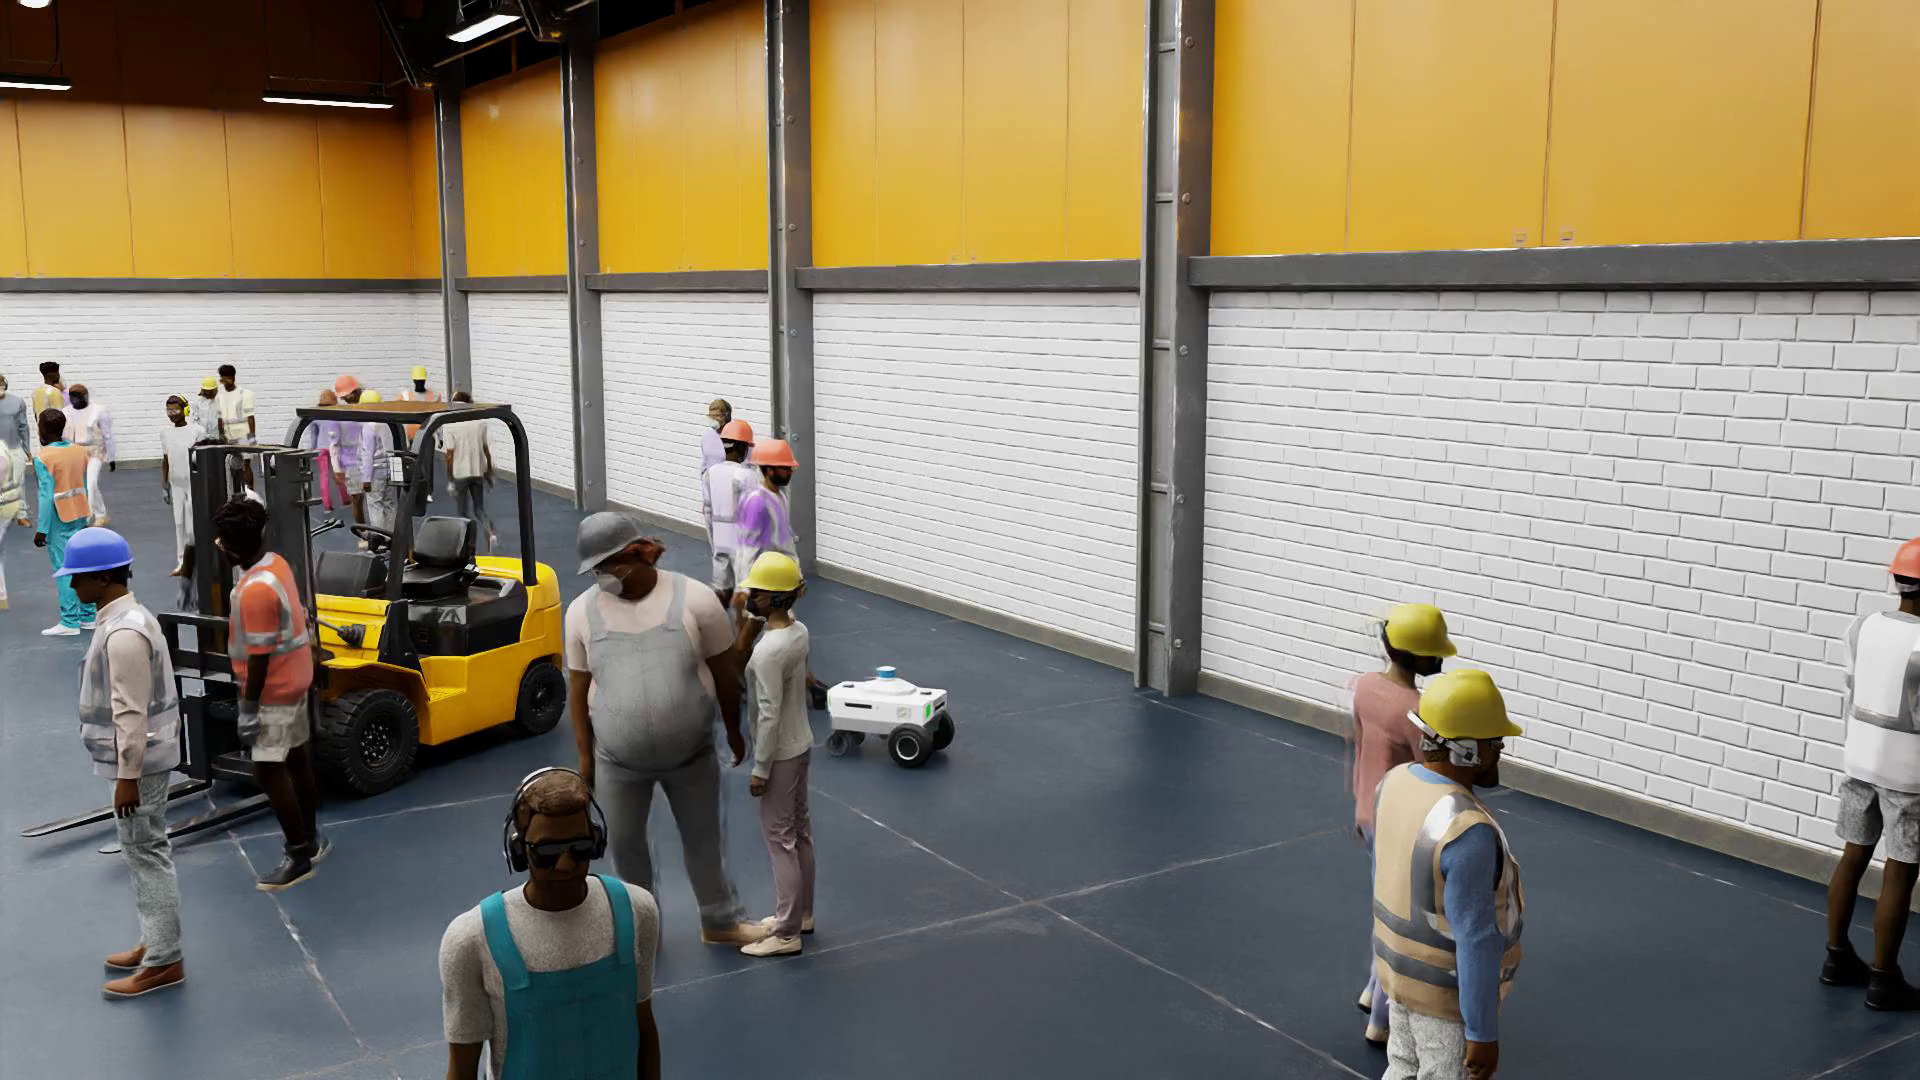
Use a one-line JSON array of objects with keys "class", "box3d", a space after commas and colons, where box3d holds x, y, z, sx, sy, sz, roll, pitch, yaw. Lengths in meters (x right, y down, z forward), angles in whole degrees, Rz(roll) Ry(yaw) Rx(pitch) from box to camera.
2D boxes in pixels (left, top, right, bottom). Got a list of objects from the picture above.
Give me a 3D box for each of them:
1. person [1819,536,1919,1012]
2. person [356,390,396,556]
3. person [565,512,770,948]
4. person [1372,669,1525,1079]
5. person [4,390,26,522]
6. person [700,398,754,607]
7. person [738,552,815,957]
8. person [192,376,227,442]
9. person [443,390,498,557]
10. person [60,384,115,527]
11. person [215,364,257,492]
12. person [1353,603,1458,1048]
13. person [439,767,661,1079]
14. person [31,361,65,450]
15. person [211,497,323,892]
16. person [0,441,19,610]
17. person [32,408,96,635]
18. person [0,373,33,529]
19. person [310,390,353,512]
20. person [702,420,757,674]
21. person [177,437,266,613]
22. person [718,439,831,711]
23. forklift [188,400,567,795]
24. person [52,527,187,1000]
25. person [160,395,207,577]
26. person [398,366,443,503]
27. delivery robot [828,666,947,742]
[{"class": "person", "box3d": [3.805, 0.933, 6.721, 0.408, 1.928, 0.541, -3, 9, -17]}, {"class": "person", "box3d": [-6.412, -0.732, 18.271, 0.403, 1.828, 0.600, 1, 8, 5]}, {"class": "person", "box3d": [-1.226, 0.823, 7.054, 0.862, 2.000, 0.535, -1, 8, -6]}, {"class": "person", "box3d": [1.396, 1.266, 4.769, 0.404, 1.830, 0.602, -1, 9, -9]}, {"class": "person", "box3d": [-12.034, -1.129, 20.842, 0.560, 1.855, 0.415, -4, 9, -24]}, {"class": "person", "box3d": [-2.150, -0.343, 15.329, 0.624, 1.926, 0.388, 7, 11, 39]}, {"class": "person", "box3d": [-0.800, 0.926, 7.269, 0.298, 1.772, 0.533, 2, 9, 11]}, {"class": "person", "box3d": [-10.382, -1.404, 23.094, 0.484, 1.735, 0.310, -4, 9, -26]}, {"class": "person", "box3d": [-5.182, -0.661, 17.719, 0.562, 1.845, 0.591, -7, 11, -40]}, {"class": "person", "box3d": [-10.611, -0.994, 20.143, 0.643, 1.793, 0.987, 1, 8, 4]}, {"class": "person", "box3d": [-9.752, -1.397, 22.380, 0.683, 1.946, 0.454, 3, 9, 20]}, {"class": "person", "box3d": [1.729, 1.078, 6.316, 0.450, 1.732, 0.547, -3, 9, -18]}, {"class": "person", "box3d": [-0.896, 1.407, 3.776, 0.518, 1.844, 0.332, -6, 10, -34]}, {"class": "person", "box3d": [-12.370, -1.460, 22.690, 0.603, 1.967, 0.366, 5, 10, 32]}, {"class": "person", "box3d": [-3.373, 0.720, 8.182, 0.370, 1.930, 0.770, -2, 9, -11]}, {"class": "person", "box3d": [-8.800, -0.244, 15.103, 0.433, 1.796, 0.679, -6, 10, -35]}, {"class": "person", "box3d": [-7.563, -0.153, 14.044, 0.390, 1.920, 0.587, 1, 9, 7]}, {"class": "person", "box3d": [-11.679, -1.081, 20.293, 0.391, 1.927, 0.638, 7, 11, 41]}, {"class": "person", "box3d": [-8.324, -1.192, 22.079, 0.523, 1.596, 0.782, -1, 8, -5]}, {"class": "person", "box3d": [-1.688, 0.052, 12.634, 0.542, 1.929, 0.373, 7, 11, 38]}, {"class": "person", "box3d": [-4.902, 0.301, 10.911, 0.651, 1.931, 0.839, 4, 9, 23]}, {"class": "person", "box3d": [-1.259, 0.244, 11.501, 1.022, 1.879, 0.564, 1, 9, 10]}, {"class": "forklift", "box3d": [-3.529, 0.258, 10.348, 1.214, 2.155, 2.313, 4, 9, 25]}, {"class": "person", "box3d": [-3.449, 0.905, 6.877, 0.426, 1.937, 0.615, -5, 10, -29]}, {"class": "person", "box3d": [-7.873, -0.544, 16.914, 0.510, 1.855, 0.324, 1, 8, 4]}, {"class": "person", "box3d": [-7.504, -1.489, 23.157, 0.603, 1.896, 0.936, -3, 9, -19]}, {"class": "delivery robot", "box3d": [-0.456, 1.029, 10.318, 0.707, 0.478, 0.477, 3, 9, 19]}]
